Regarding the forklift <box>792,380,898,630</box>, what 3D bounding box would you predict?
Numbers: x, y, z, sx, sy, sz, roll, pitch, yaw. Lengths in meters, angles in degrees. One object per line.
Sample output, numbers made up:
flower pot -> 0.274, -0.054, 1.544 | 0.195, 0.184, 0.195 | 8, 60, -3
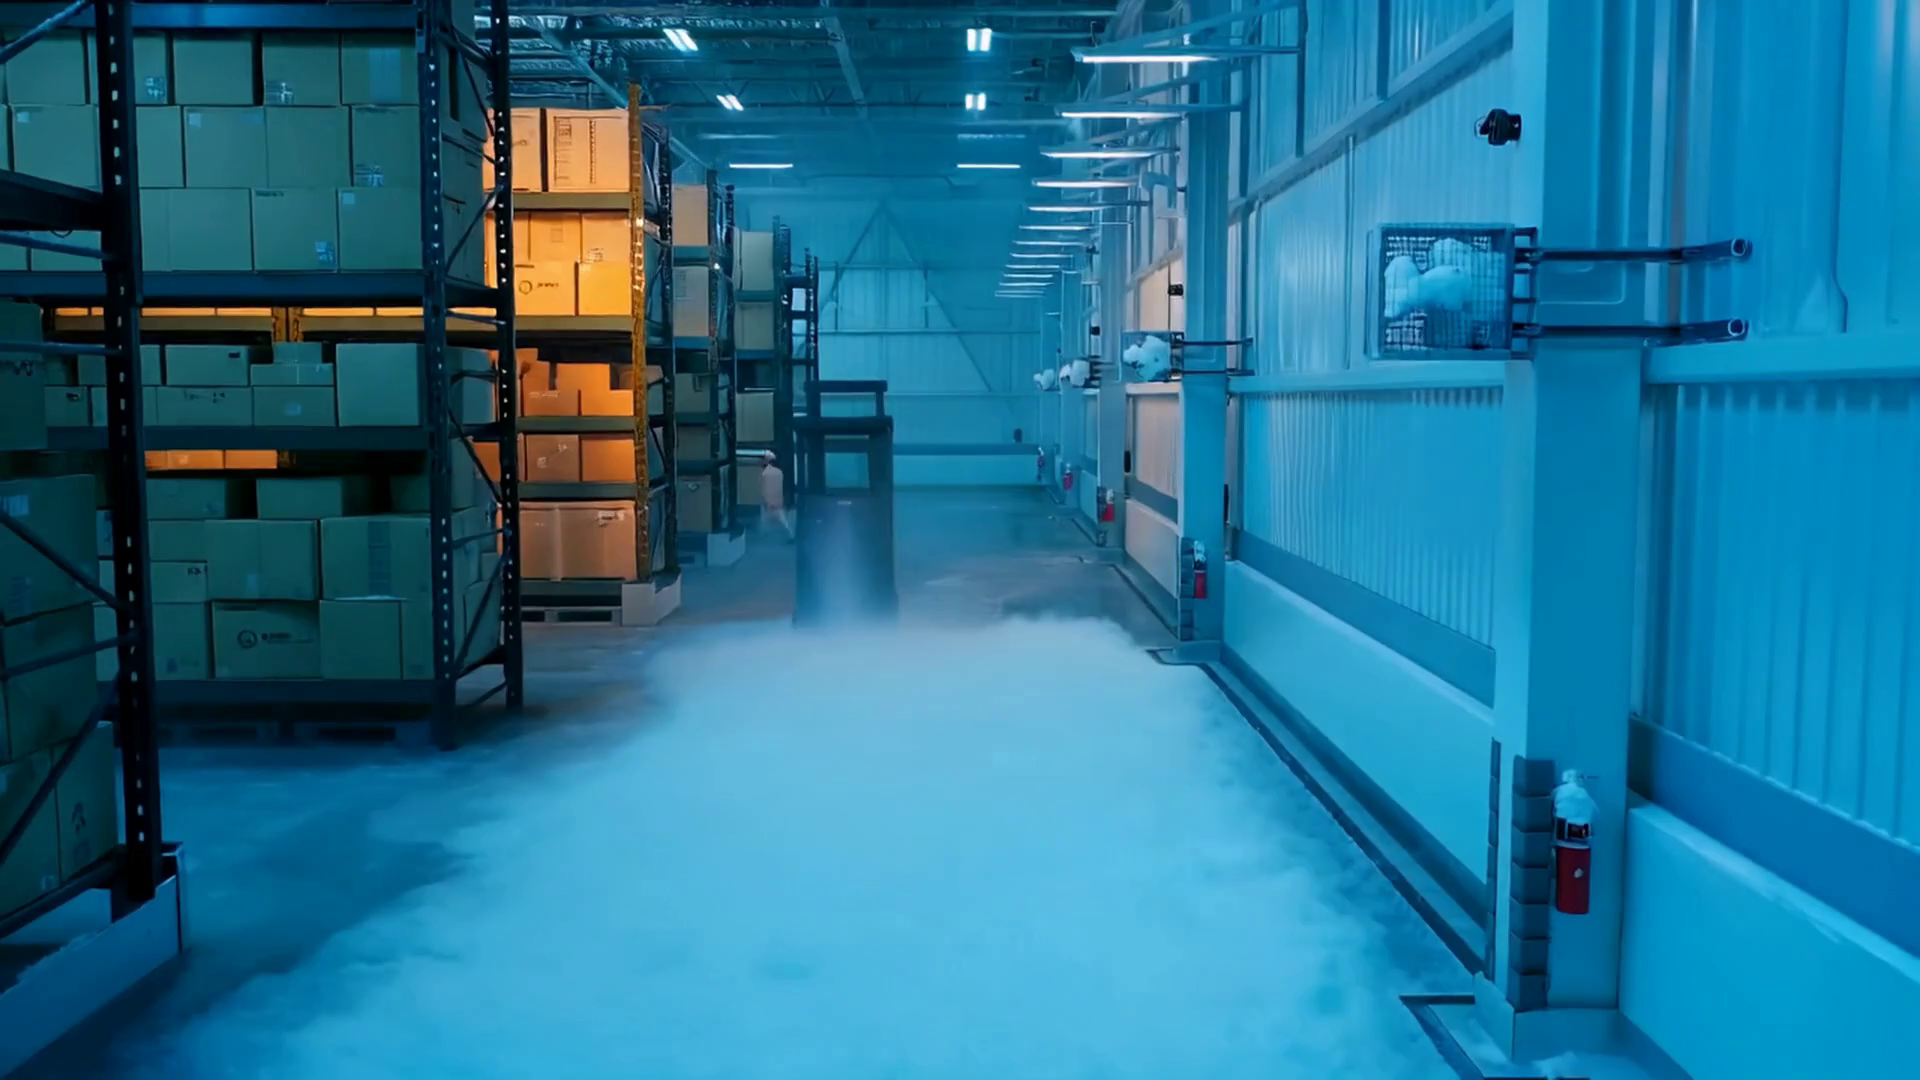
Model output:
forklift -> -1.296, -0.451, 19.170 | 1.129, 2.768, 1.873 | 0, 5, 0

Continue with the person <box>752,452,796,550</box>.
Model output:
person -> -3.153, -0.663, 28.446 | 0.901, 1.705, 0.584 | 4, 6, 39
